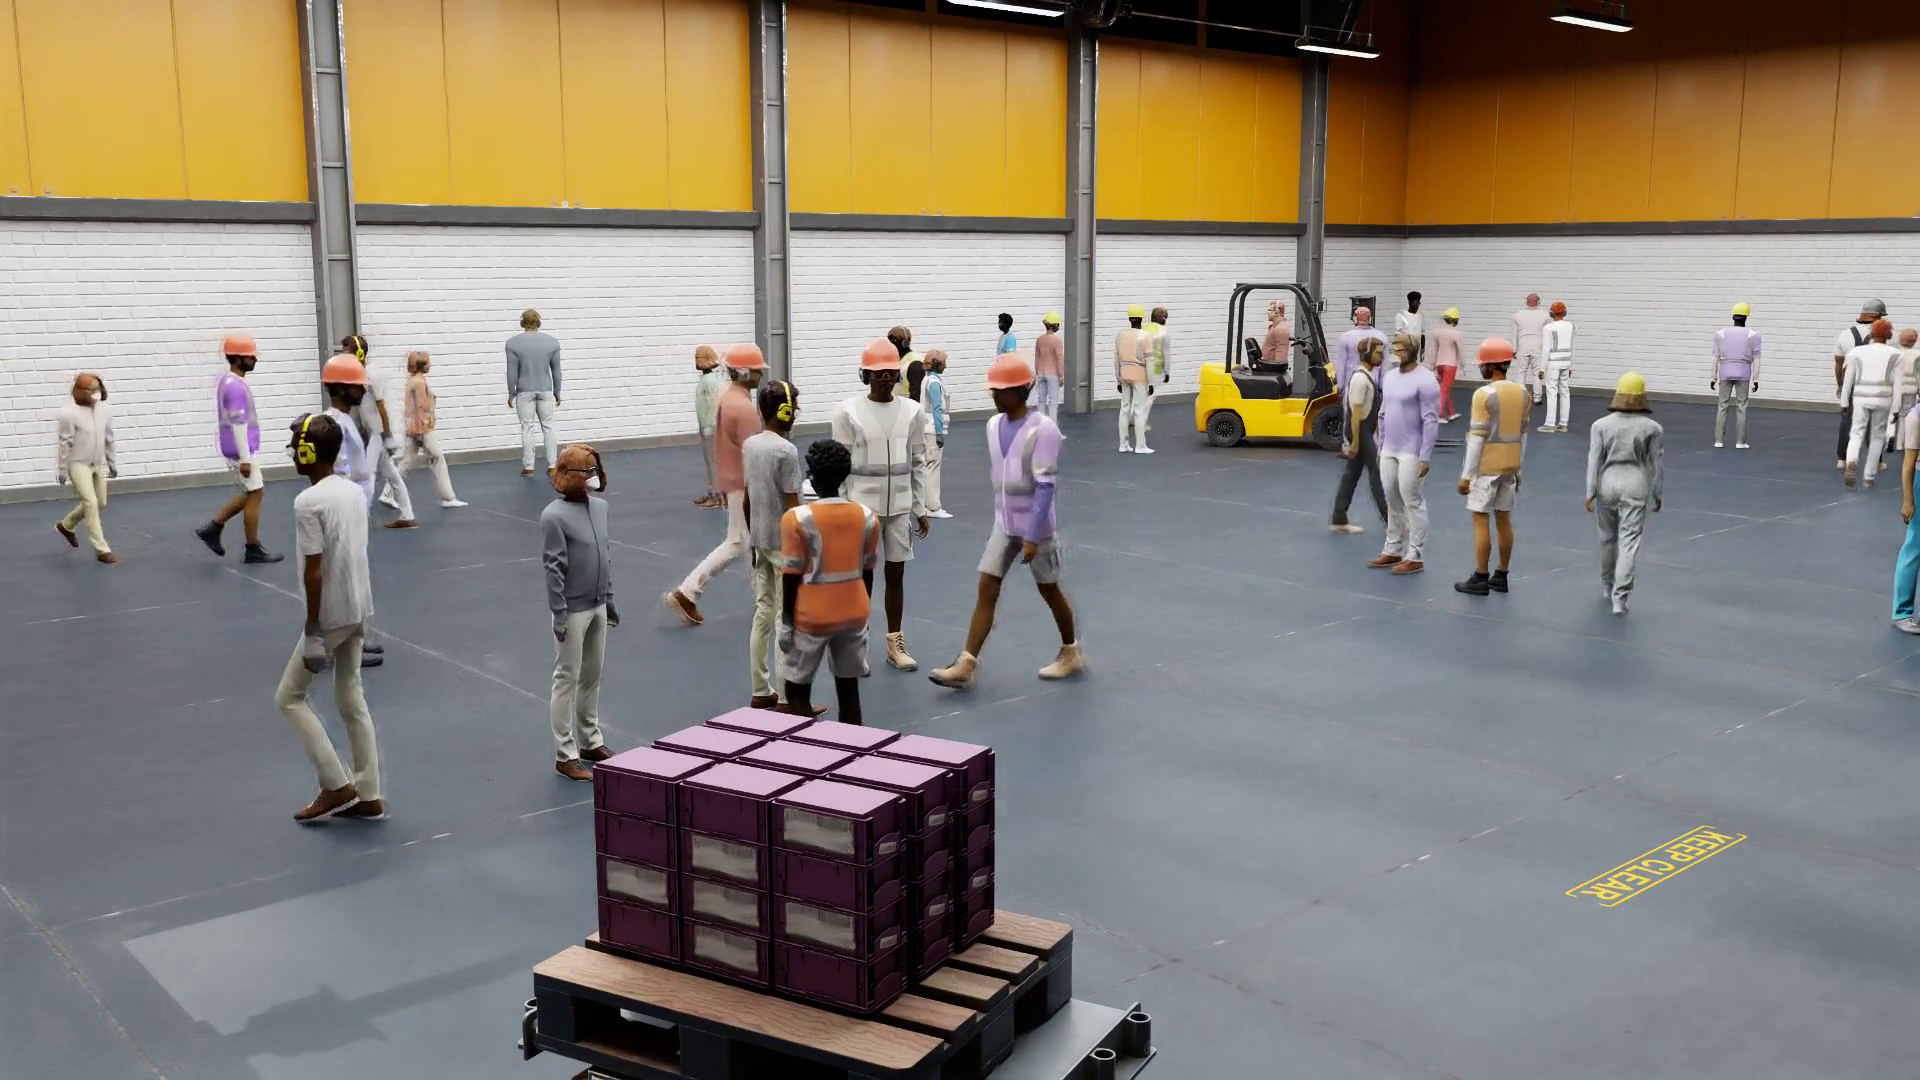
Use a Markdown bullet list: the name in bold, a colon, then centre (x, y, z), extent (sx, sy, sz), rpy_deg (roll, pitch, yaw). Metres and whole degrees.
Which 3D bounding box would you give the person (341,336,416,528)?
- **person**: centre (-5.418, -0.954, 15.222), extent (0.815, 1.812, 0.565), rpy_deg (-6, 11, -29)

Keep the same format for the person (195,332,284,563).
- **person**: centre (-5.951, -0.742, 13.643), extent (0.558, 1.918, 0.560), rpy_deg (-5, 11, -26)

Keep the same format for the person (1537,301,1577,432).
- **person**: centre (8.594, -2.487, 23.955), extent (0.572, 1.885, 0.358), rpy_deg (-4, 10, -20)

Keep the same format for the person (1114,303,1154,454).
- **person**: centre (2.245, -2.065, 21.350), extent (0.589, 1.930, 0.355), rpy_deg (8, 13, 40)

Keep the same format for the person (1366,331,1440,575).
- **person**: centre (3.556, -0.695, 13.305), extent (0.352, 1.937, 0.635), rpy_deg (-4, 11, -23)

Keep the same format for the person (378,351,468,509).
- **person**: centre (-5.445, -1.095, 16.647), extent (0.838, 1.603, 0.527), rpy_deg (-6, 11, -29)

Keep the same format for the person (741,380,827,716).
- **person**: centre (-0.989, 0.052, 9.157), extent (0.329, 1.865, 0.508), rpy_deg (-9, 13, -41)

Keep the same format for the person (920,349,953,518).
- **person**: centre (-0.251, -1.030, 16.148), extent (0.308, 1.638, 0.511), rpy_deg (-2, 10, -11)

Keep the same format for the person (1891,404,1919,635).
- **person**: centre (6.569, -0.289, 11.202), extent (0.572, 1.843, 0.373), rpy_deg (-3, 10, -16)

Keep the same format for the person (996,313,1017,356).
- **person**: centre (0.706, -2.554, 24.924), extent (0.321, 1.690, 0.536), rpy_deg (-2, 10, -14)

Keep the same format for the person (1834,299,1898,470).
- **person**: centre (10.808, -1.857, 19.809), extent (0.535, 2.000, 0.687), rpy_deg (-8, 13, -40)

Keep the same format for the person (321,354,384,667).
- **person**: centre (-3.782, -0.183, 10.318), extent (0.376, 1.933, 0.550), rpy_deg (-3, 10, -19)

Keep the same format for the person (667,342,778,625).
- **person**: centre (-1.551, -0.379, 11.406), extent (0.941, 1.962, 0.631), rpy_deg (-3, 10, -18)

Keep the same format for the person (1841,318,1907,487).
- **person**: centre (9.890, -1.468, 18.065), extent (0.607, 1.864, 0.779), rpy_deg (7, 12, 35)

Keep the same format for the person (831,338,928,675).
- **person**: centre (-0.473, -0.199, 10.096), extent (0.604, 2.044, 0.375), rpy_deg (-4, 11, -23)

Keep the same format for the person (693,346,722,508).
- **person**: centre (-2.562, -1.146, 16.841), extent (0.285, 1.633, 0.500), rpy_deg (-3, 10, -16)

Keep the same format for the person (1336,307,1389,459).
- **person**: centre (5.016, -1.957, 20.822), extent (0.645, 1.899, 0.401), rpy_deg (-1, 10, -5)

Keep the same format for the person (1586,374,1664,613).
- **person**: centre (4.799, -0.349, 12.001), extent (0.506, 1.691, 0.921), rpy_deg (5, 11, 27)

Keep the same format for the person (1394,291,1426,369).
- **person**: centre (7.550, -3.193, 27.906), extent (0.599, 1.958, 0.382), rpy_deg (-3, 10, -18)

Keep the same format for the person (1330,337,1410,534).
- **person**: centre (3.769, -0.921, 15.027), extent (0.823, 1.810, 0.520), rpy_deg (2, 10, 13)

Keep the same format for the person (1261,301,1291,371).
- **person**: centre (4.431, -2.405, 23.412), extent (0.407, 1.910, 0.639), rpy_deg (2, 10, 9)

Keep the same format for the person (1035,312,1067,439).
- **person**: centre (1.252, -2.271, 23.034), extent (0.328, 1.769, 0.526), rpy_deg (-8, 13, -39)

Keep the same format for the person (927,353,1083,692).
- **person**: centre (0.337, -0.095, 9.705), extent (1.082, 1.971, 0.627), rpy_deg (-9, 13, -41)

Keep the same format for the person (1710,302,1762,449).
- **person**: centre (10.199, -2.154, 21.882), extent (0.595, 1.925, 0.370), rpy_deg (6, 11, 32)

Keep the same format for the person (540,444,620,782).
- **person**: centre (-1.843, 0.342, 8.128), extent (0.286, 1.633, 0.499), rpy_deg (4, 10, 20)

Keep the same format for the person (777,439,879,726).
- **person**: centre (-0.607, 0.377, 7.751), extent (0.551, 1.689, 0.324), rpy_deg (-8, 12, -38)

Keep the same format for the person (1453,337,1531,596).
- **person**: centre (3.983, -0.541, 12.447), extent (0.584, 1.927, 0.372), rpy_deg (-5, 11, -29)

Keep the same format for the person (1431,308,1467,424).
- **person**: centre (7.482, -2.634, 25.219), extent (0.798, 1.733, 0.548), rpy_deg (-6, 11, -31)

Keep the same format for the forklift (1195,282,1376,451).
- **forklift**: centre (4.328, -2.346, 22.227), extent (2.313, 2.155, 1.214), rpy_deg (3, 10, 16)

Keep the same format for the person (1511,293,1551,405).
- **person**: centre (9.738, -3.253, 28.369), extent (0.643, 1.913, 0.410), rpy_deg (4, 10, 22)

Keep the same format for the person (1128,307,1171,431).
- **person**: centre (2.737, -2.447, 23.945), extent (0.476, 1.808, 0.664), rpy_deg (-9, 13, -43)

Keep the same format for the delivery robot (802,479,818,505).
- **delivery robot**: centre (-1.311, -0.441, 15.591), extent (0.477, 0.478, 0.707), rpy_deg (1, 10, 8)

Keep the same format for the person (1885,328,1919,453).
- **person**: centre (12.140, -1.923, 21.436), extent (0.524, 1.614, 0.700), rpy_deg (5, 11, 29)

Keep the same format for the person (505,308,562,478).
- **person**: centre (-4.888, -1.684, 19.103), extent (0.635, 1.936, 0.354), rpy_deg (-5, 11, -27)

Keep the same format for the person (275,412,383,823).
- **person**: centre (-2.834, 0.361, 7.399), extent (0.505, 1.844, 0.552), rpy_deg (2, 10, 11)

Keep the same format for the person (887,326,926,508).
- **person**: centre (-0.594, -1.227, 16.734), extent (0.429, 1.841, 0.626), rpy_deg (-6, 11, -32)

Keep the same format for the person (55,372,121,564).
- **person**: centre (-7.297, -0.607, 13.773), extent (0.715, 1.599, 0.518), rpy_deg (3, 10, 19)
